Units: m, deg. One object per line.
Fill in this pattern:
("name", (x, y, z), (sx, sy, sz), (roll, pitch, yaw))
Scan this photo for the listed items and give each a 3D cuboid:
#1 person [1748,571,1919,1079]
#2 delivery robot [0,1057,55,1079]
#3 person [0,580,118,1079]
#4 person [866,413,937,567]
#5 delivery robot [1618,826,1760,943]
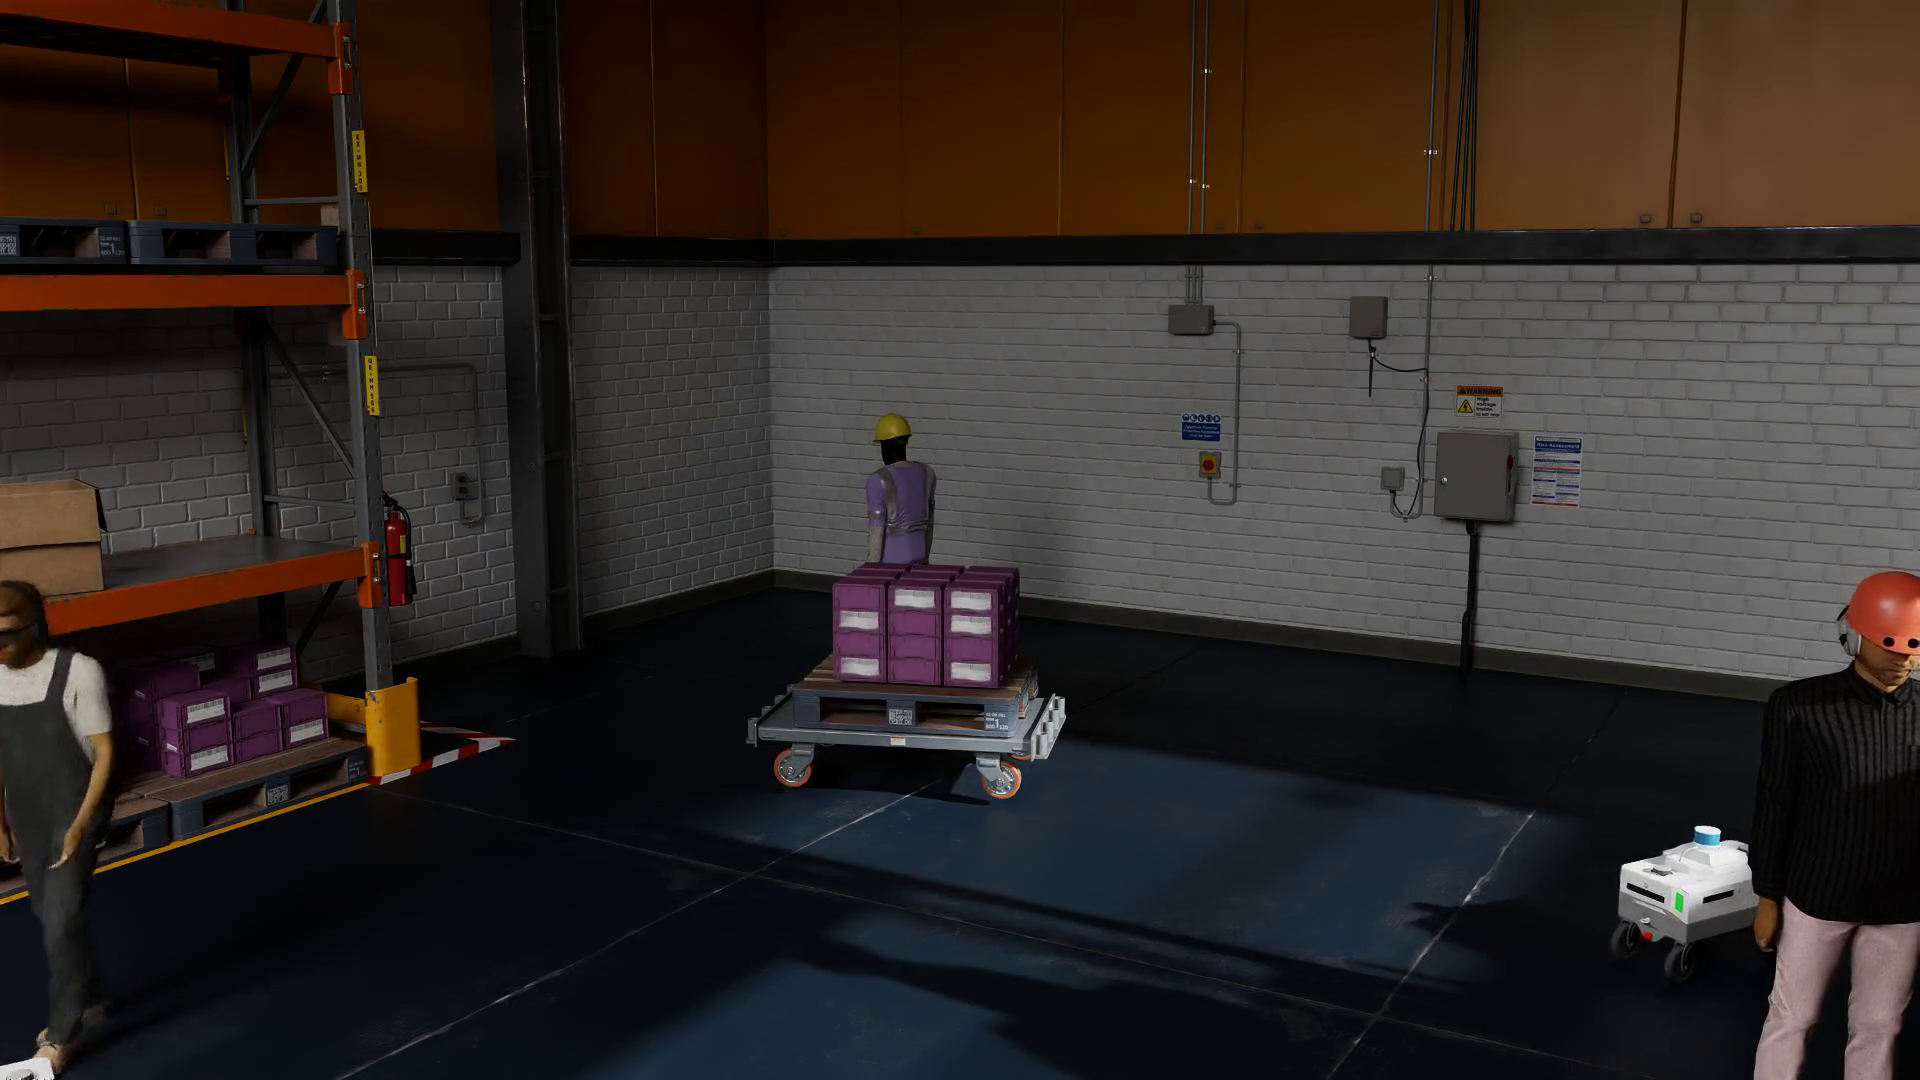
("person", (2.669, 1.064, 4.944), (0.611, 1.988, 0.391), (1, 9, 6))
("delivery robot", (-3.038, 1.743, 4.871), (0.707, 0.478, 0.477), (-6, 11, -33))
("person", (-3.228, 1.011, 5.908), (0.520, 1.792, 0.712), (1, 9, 6))
("person", (-0.415, 0.119, 11.038), (0.369, 1.925, 0.586), (8, 12, 42))
("delivery robot", (3.067, 1.424, 6.862), (0.707, 0.478, 0.477), (-5, 10, -27))
